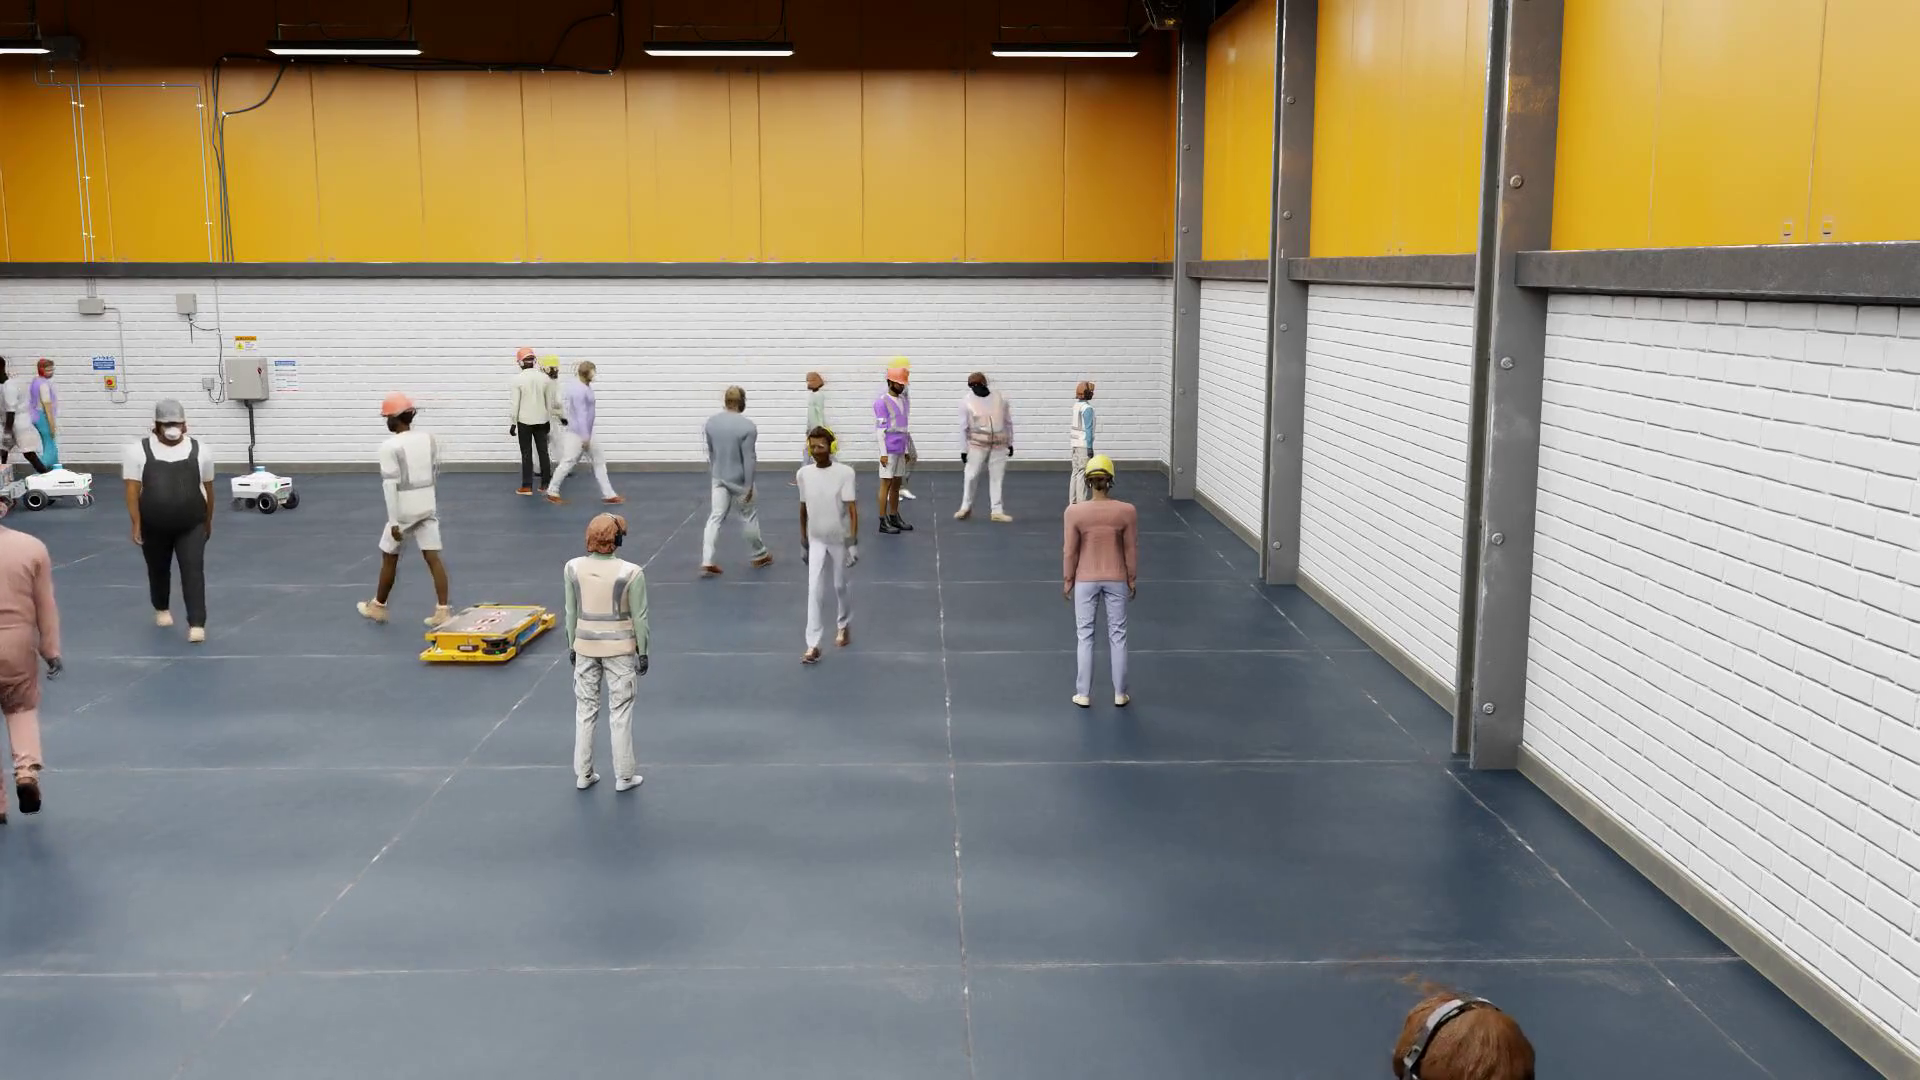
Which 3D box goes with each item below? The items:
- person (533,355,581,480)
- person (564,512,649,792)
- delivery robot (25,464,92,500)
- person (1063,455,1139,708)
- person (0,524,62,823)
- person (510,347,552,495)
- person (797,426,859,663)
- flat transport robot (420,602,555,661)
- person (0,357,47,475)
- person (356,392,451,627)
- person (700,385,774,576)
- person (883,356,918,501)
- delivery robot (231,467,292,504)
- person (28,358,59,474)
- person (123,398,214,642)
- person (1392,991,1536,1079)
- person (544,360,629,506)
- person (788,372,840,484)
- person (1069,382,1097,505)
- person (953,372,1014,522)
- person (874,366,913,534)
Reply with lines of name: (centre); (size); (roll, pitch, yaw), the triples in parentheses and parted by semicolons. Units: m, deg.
person: (-5.811, -1.757, 23.952); (0.832, 1.797, 0.615); (-1, 9, -4)
person: (-2.050, 0.657, 9.657); (0.519, 1.633, 0.311); (2, 10, 13)
delivery robot: (-11.421, -0.718, 21.086); (0.707, 0.478, 0.477); (-2, 10, -15)
person: (0.969, 0.290, 11.514); (0.524, 1.759, 0.328); (0, 9, -1)
person: (-5.284, 0.621, 9.061); (0.671, 1.889, 0.455); (-7, 12, -36)
person: (-5.786, -1.600, 22.403); (0.609, 1.986, 0.390); (-9, 13, -43)
person: (-1.020, 0.010, 13.065); (0.539, 1.827, 0.979); (2, 9, 9)
flat transport robot: (-3.776, 0.728, 13.375); (0.652, 0.197, 1.431); (0, 9, 2)
person: (-12.580, -1.483, 21.997); (1.026, 1.878, 0.666); (-7, 12, -38)
person: (-4.715, -0.246, 14.081); (1.012, 1.996, 0.635); (6, 11, 32)
person: (-2.253, -0.596, 16.567); (0.637, 1.886, 1.021); (4, 10, 25)
person: (-0.784, -1.447, 21.703); (0.572, 1.905, 0.609); (4, 10, 23)
delivery robot: (-8.751, -0.678, 20.836); (0.707, 0.478, 0.477); (3, 10, 16)
person: (-12.672, -1.613, 23.042); (0.587, 1.816, 0.667); (-7, 12, -37)
person: (-6.529, -0.221, 13.781); (0.679, 2.000, 1.005); (-5, 10, -26)
person: (0.825, 1.663, 2.890); (0.659, 1.824, 0.494); (-3, 10, -20)
person: (-4.855, -1.360, 21.290); (1.071, 1.881, 0.653); (0, 9, -1)
person: (-2.001, -1.584, 23.498); (0.843, 1.594, 0.514); (-2, 10, -13)
person: (1.539, -1.164, 20.822); (0.316, 1.629, 0.508); (-2, 10, -13)
person: (0.286, -1.113, 19.980); (0.727, 1.808, 0.497); (-2, 10, -14)
person: (-0.744, -1.041, 19.151); (0.370, 1.928, 0.543); (5, 11, 30)
